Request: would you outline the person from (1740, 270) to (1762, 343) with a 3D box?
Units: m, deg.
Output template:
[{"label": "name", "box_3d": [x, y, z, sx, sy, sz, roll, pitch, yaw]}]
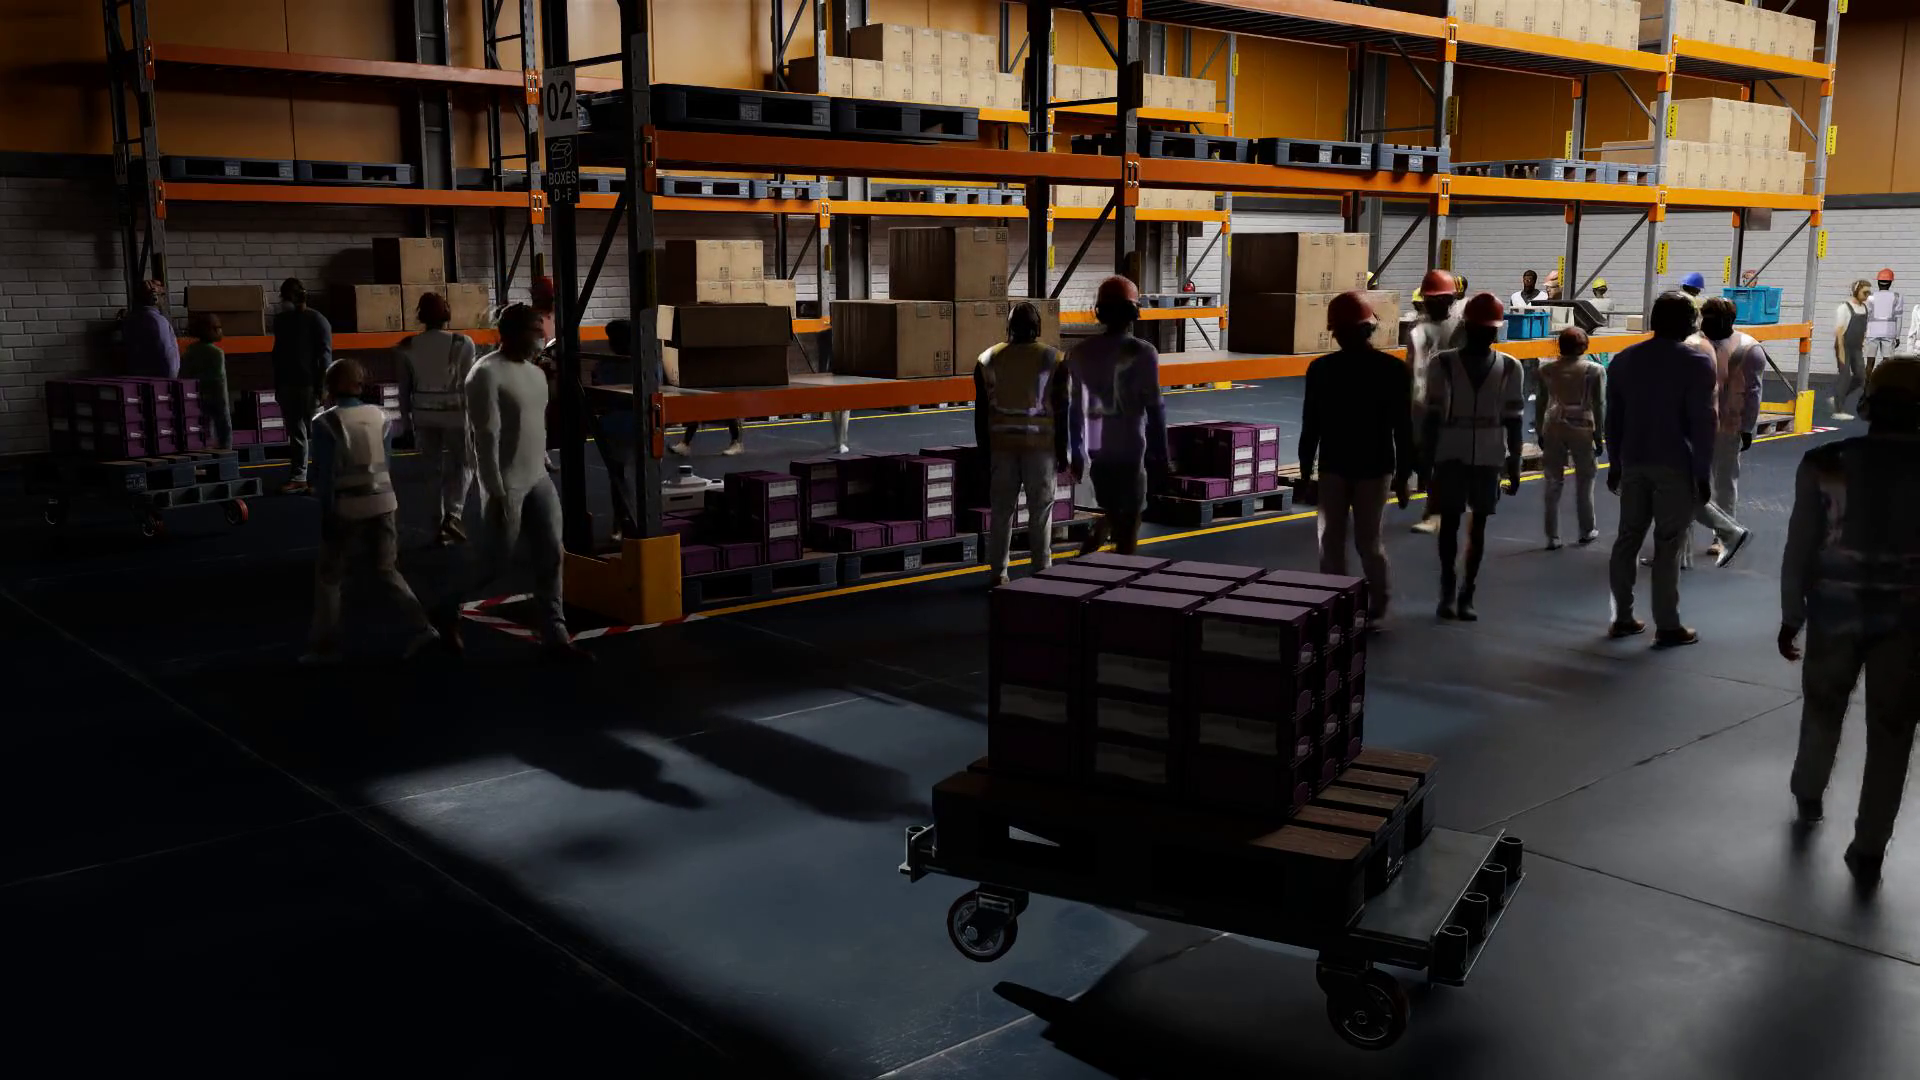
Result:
[{"label": "person", "box_3d": [12.301, -3.264, 26.032, 0.642, 1.913, 0.408, -3, 10, -16]}]

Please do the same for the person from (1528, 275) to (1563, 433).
[{"label": "person", "box_3d": [7.041, -2.177, 19.688, 0.401, 1.904, 0.651, -3, 10, -17]}]

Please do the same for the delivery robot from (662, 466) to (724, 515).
[{"label": "delivery robot", "box_3d": [-2.050, -0.313, 12.441, 0.707, 0.478, 0.477, -7, 12, -36]}]

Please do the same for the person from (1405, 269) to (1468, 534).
[{"label": "person", "box_3d": [3.679, -1.059, 12.800, 0.501, 2.028, 0.606, -9, 13, -42]}]

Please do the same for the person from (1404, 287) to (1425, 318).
[{"label": "person", "box_3d": [5.733, -2.282, 20.753, 0.560, 1.740, 0.553, -6, 12, -33]}]

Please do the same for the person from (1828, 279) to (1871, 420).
[{"label": "person", "box_3d": [11.544, -2.467, 21.606, 0.535, 1.827, 0.449, -4, 10, -20]}]

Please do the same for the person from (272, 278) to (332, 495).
[{"label": "person", "box_3d": [-5.871, -1.363, 14.832, 0.628, 1.935, 0.373, 4, 10, 22]}]

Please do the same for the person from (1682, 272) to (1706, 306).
[{"label": "person", "box_3d": [9.343, -2.491, 21.504, 0.535, 1.913, 0.635, -3, 10, -18]}]

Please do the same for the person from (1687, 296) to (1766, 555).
[{"label": "person", "box_3d": [5.376, -0.814, 11.897, 0.430, 1.841, 0.624, -8, 13, -39]}]

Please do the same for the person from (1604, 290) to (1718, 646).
[{"label": "person", "box_3d": [3.829, -0.386, 9.124, 0.363, 1.938, 0.648, -7, 12, -34]}]

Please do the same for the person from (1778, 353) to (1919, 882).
[{"label": "person", "box_3d": [3.239, 0.234, 5.909, 0.599, 1.782, 0.919, 5, 11, 25]}]

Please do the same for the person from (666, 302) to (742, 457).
[{"label": "person", "box_3d": [-2.675, -1.672, 17.489, 0.539, 1.640, 0.896, 9, 13, 42]}]

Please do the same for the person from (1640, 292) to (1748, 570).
[{"label": "person", "box_3d": [4.955, -0.723, 11.217, 0.643, 1.885, 0.644, 6, 12, 33]}]

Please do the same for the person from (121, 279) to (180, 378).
[{"label": "person", "box_3d": [-7.413, -1.442, 15.375, 0.639, 1.909, 0.406, 6, 12, 33]}]

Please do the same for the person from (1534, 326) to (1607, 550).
[{"label": "person", "box_3d": [4.490, -0.754, 12.191, 0.529, 1.606, 0.744, 7, 12, 34]}]

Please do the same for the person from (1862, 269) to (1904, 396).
[{"label": "person", "box_3d": [13.635, -3.040, 24.637, 0.543, 1.939, 0.360, 5, 11, 26]}]

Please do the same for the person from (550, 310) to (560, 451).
[{"label": "person", "box_3d": [-4.502, -1.788, 18.226, 0.497, 1.629, 0.277, 8, 13, 41]}]

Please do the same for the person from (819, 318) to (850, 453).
[{"label": "person", "box_3d": [-1.259, -1.772, 18.233, 0.502, 1.594, 0.823, 2, 10, 13]}]

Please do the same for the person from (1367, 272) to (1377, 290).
[{"label": "person", "box_3d": [5.270, -2.507, 21.557, 0.380, 1.922, 0.591, -9, 13, -42]}]

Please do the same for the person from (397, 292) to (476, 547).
[{"label": "person", "box_3d": [-3.790, -0.871, 12.156, 0.600, 1.860, 0.415, 0, 10, -1]}]

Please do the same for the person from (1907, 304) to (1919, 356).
[{"label": "person", "box_3d": [11.299, -2.103, 19.313, 0.338, 1.882, 0.582, -8, 12, -38]}]

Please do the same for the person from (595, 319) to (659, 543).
[{"label": "person", "box_3d": [-2.478, -0.828, 12.633, 0.530, 1.629, 0.782, 2, 10, 11]}]

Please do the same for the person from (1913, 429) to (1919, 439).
[{"label": "person", "box_3d": [6.236, -0.550, 10.587, 0.522, 1.761, 0.327, 0, 10, -3]}]

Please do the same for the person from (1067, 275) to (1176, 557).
[{"label": "person", "box_3d": [0.890, -0.509, 9.590, 0.522, 2.019, 0.661, -8, 13, -40]}]

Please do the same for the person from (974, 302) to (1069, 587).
[{"label": "person", "box_3d": [0.400, -0.584, 10.573, 0.626, 1.836, 0.428, 3, 10, 19]}]

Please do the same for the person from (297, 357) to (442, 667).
[{"label": "person", "box_3d": [-3.071, -0.139, 8.606, 0.633, 1.605, 0.533, 6, 11, 31]}]

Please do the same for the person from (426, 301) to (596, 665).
[{"label": "person", "box_3d": [-2.378, -0.286, 8.672, 0.900, 1.899, 0.664, 4, 10, 22]}]

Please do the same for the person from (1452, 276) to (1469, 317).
[{"label": "person", "box_3d": [6.666, -2.589, 22.235, 0.311, 1.860, 0.503, 0, 10, 1]}]

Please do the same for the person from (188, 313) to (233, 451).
[{"label": "person", "box_3d": [-6.790, -1.234, 14.983, 0.510, 1.615, 0.619, 6, 11, 31]}]

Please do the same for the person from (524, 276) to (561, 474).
[{"label": "person", "box_3d": [-4.218, -1.604, 16.272, 0.799, 1.937, 0.626, 0, 10, 1]}]

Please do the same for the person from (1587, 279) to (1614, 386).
[{"label": "person", "box_3d": [10.111, -3.257, 26.413, 0.533, 1.767, 0.323, -3, 10, -15]}]

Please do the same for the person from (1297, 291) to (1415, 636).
[{"label": "person", "box_3d": [2.133, -0.388, 9.091, 0.673, 1.942, 0.712, 7, 12, 34]}]

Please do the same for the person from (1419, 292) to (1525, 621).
[{"label": "person", "box_3d": [2.961, -0.465, 9.608, 0.566, 1.919, 0.515, 1, 10, 8]}]

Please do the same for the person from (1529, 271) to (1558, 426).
[{"label": "person", "box_3d": [7.354, -2.353, 20.616, 0.360, 1.939, 0.543, -2, 10, -9]}]

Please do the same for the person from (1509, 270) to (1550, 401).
[{"label": "person", "box_3d": [8.347, -2.997, 24.444, 0.600, 1.917, 0.376, 7, 12, 36]}]
